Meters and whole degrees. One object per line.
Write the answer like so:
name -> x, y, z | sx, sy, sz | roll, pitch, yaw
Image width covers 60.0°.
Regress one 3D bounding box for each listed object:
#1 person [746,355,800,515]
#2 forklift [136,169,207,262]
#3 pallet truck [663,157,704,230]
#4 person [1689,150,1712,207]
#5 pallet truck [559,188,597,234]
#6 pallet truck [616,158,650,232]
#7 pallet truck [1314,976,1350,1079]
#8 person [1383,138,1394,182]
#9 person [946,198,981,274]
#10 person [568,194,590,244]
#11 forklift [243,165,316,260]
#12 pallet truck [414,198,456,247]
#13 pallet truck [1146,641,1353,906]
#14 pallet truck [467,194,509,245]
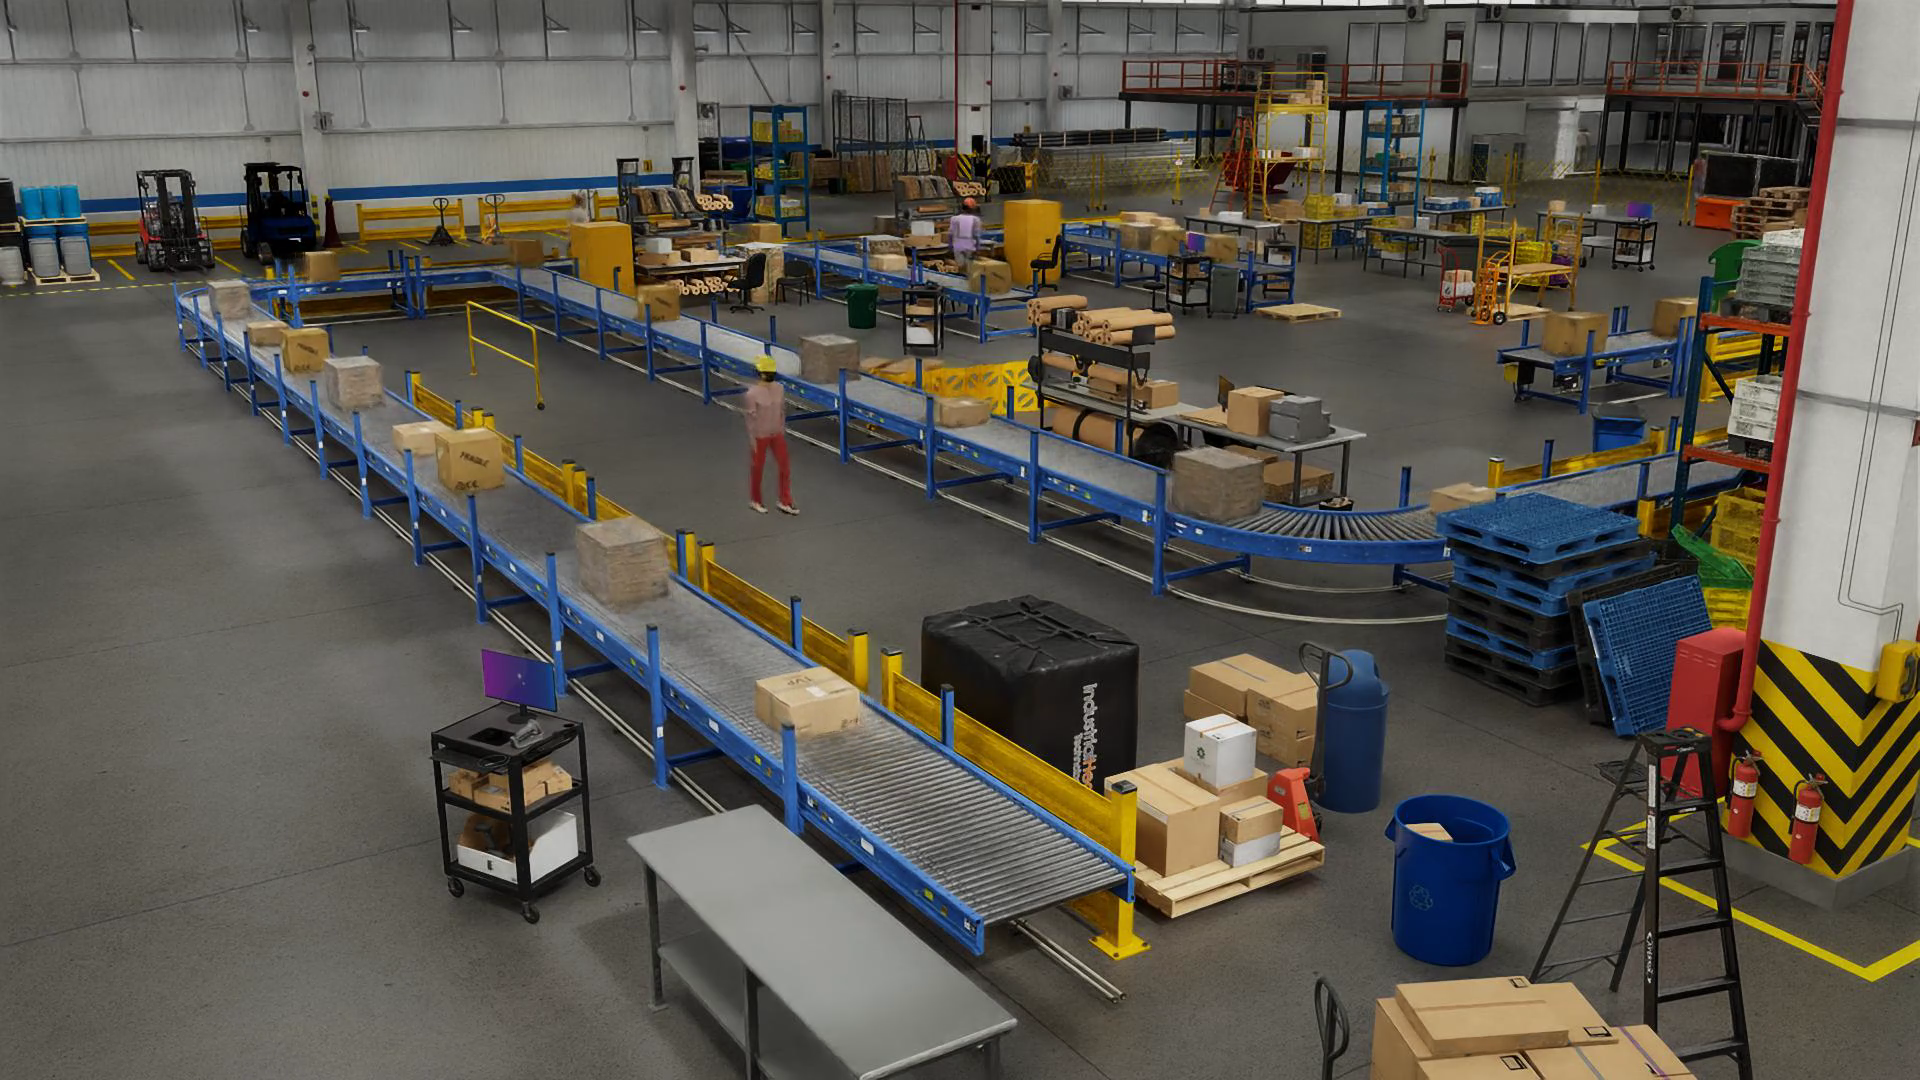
person -> -2.021, -1.105, 17.827 | 0.545, 1.745, 0.744 | -15, 22, -41
forklift -> -17.842, -7.318, 37.559 | 1.157, 1.987, 2.680 | -10, 20, -31
pallet truck -> -7.586, -9.308, 44.692 | 0.823, 1.965, 1.885 | -11, 20, -33
person -> 22.823, -11.154, 51.299 | 0.577, 1.759, 0.503 | 7, 18, 21
pallet truck -> -10.010, -8.652, 43.699 | 0.653, 1.274, 1.630 | -10, 20, -31
pallet truck -> -8.918, -9.176, 44.255 | 0.823, 1.965, 1.885 | -9, 19, -27
pallet truck -> 2.299, 2.390, 7.086 | 1.601, 1.201, 0.680 | -2, 17, -7
person -> 14.476, -12.714, 56.287 | 0.515, 1.843, 0.327 | -14, 22, -39
person -> 0.072, -5.767, 32.926 | 0.666, 1.990, 0.777 | -3, 17, -11
person -> -7.869, -6.352, 35.082 | 1.013, 1.854, 0.660 | -12, 21, -35
forklift -> -15.898, -7.669, 38.708 | 1.157, 1.987, 2.680 | -11, 20, -33
pallet truck -> -13.250, -8.060, 41.856 | 0.680, 1.201, 1.601 | -10, 20, -31
pallet truck -> 1.664, 1.407, 10.232 | 1.630, 1.274, 0.653 | -10, 20, -31
pallet truck -> -11.983, -8.177, 42.137 | 0.704, 1.261, 1.522 | -11, 20, -33
